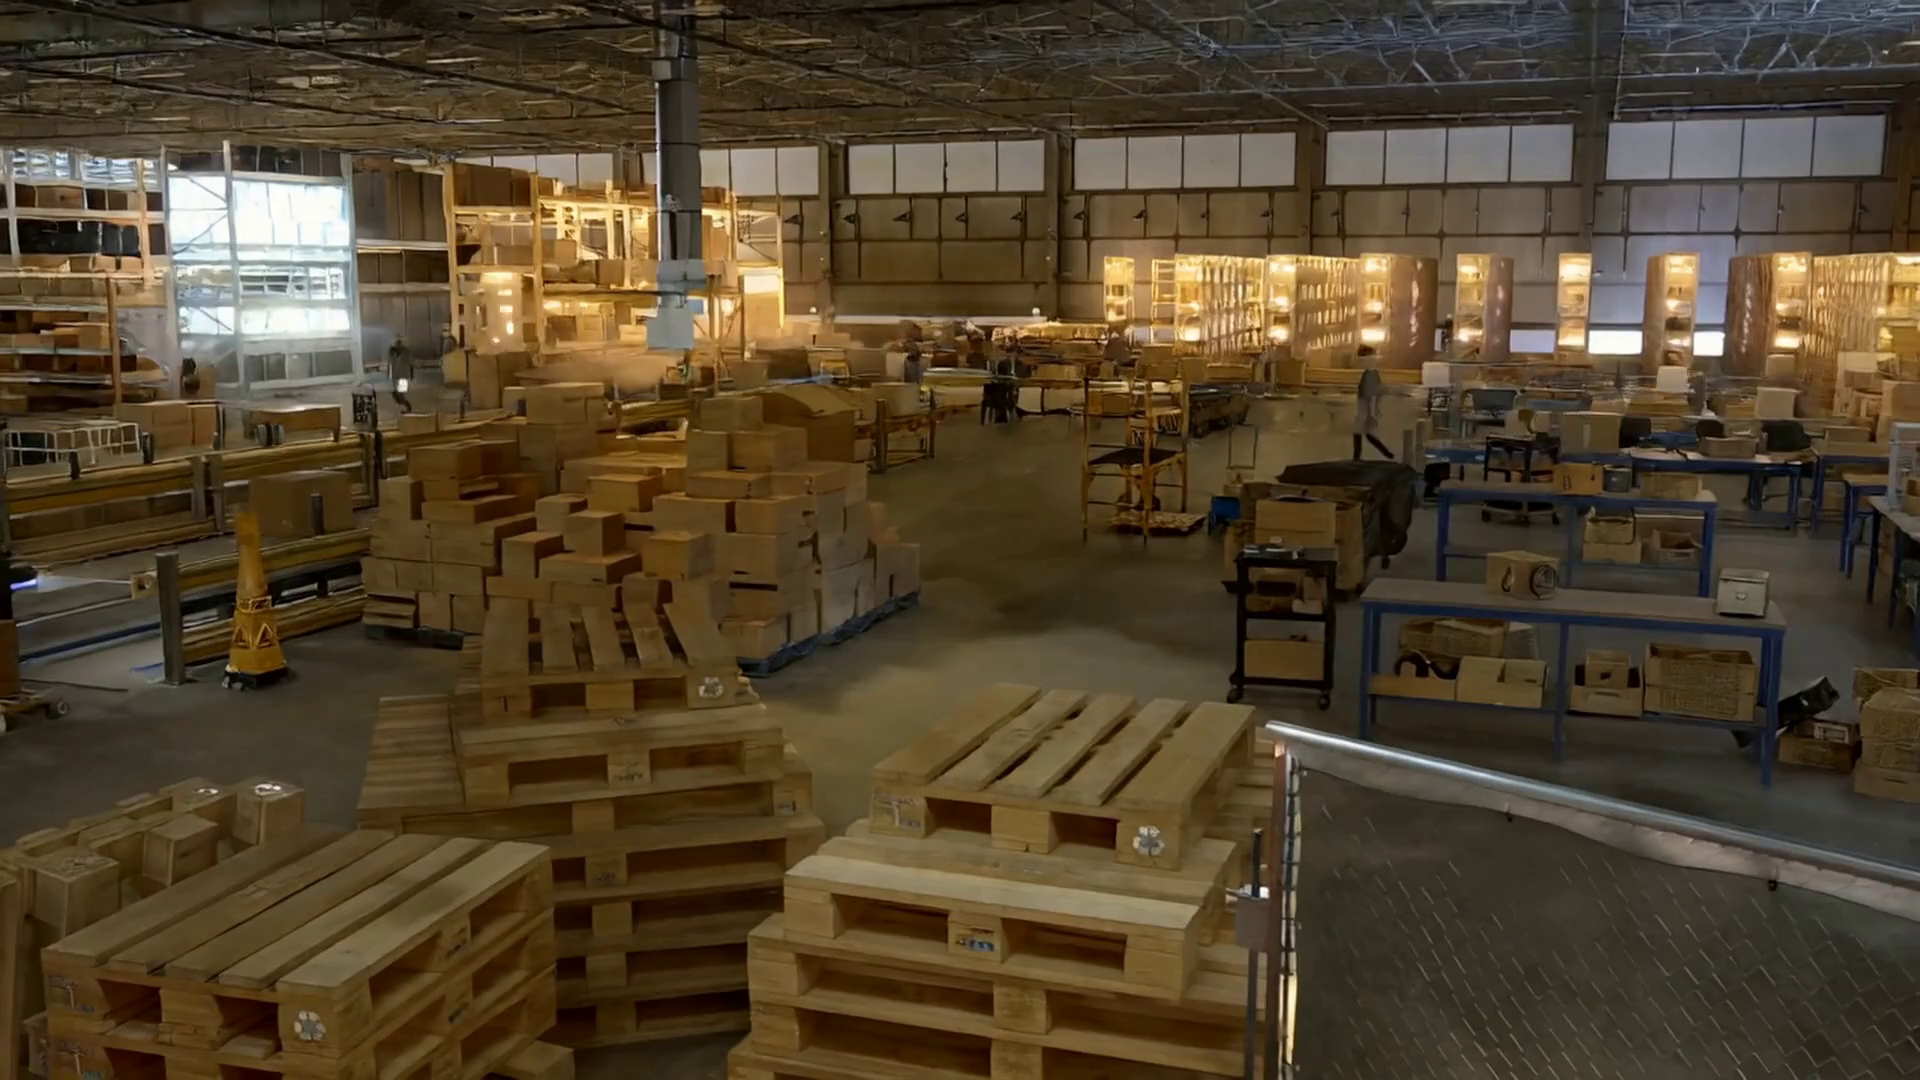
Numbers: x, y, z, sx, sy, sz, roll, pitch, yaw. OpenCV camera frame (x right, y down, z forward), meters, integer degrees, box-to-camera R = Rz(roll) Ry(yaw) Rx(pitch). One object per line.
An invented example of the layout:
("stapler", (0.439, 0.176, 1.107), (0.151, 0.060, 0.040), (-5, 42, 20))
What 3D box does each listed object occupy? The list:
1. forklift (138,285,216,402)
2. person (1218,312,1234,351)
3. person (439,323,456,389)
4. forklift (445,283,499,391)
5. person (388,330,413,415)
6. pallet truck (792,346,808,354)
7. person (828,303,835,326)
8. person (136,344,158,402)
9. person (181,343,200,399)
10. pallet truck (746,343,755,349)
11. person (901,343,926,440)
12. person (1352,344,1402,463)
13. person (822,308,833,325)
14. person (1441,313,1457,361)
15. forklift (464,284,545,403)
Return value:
("forklift", (-17.480, -4.200, 36.461), (1.873, 2.768, 1.129), (3, 10, 19))
("person", (9.141, -6.939, 57.099), (0.592, 1.777, 0.911), (1, 9, 3))
("person", (-13.634, -4.888, 44.282), (0.328, 1.763, 0.532), (6, 11, 35))
("forklift", (-12.484, -5.302, 43.382), (1.129, 2.768, 1.873), (3, 10, 20))
("person", (-11.394, -3.327, 33.988), (0.566, 1.921, 0.573), (3, 10, 18))
("pallet truck", (-3.705, -4.298, 42.022), (0.653, 1.274, 1.630), (3, 10, 20))
("person", (-5.107, -8.362, 65.548), (0.402, 1.937, 0.603), (-2, 9, -10))
("person", (-16.663, -3.196, 34.059), (0.282, 1.633, 0.498), (4, 10, 25))
("person", (-15.408, -3.119, 33.423), (0.570, 1.676, 0.540), (-1, 9, -7))
("pallet truck", (-6.183, -4.618, 44.264), (1.601, 1.201, 0.680), (-9, 12, -43))
("person", (-0.861, -2.753, 30.820), (0.618, 1.797, 0.608), (6, 11, 35))
("person", (6.161, -1.924, 24.890), (0.909, 2.018, 0.603), (2, 9, 13))
("person", (-4.147, -6.256, 52.137), (0.379, 1.996, 0.610), (0, 9, 3))
("person", (15.917, -6.458, 53.952), (0.606, 1.811, 0.822), (2, 9, 11))
("forklift", (-10.832, -4.702, 39.610), (1.129, 2.768, 1.873), (3, 10, 20))
